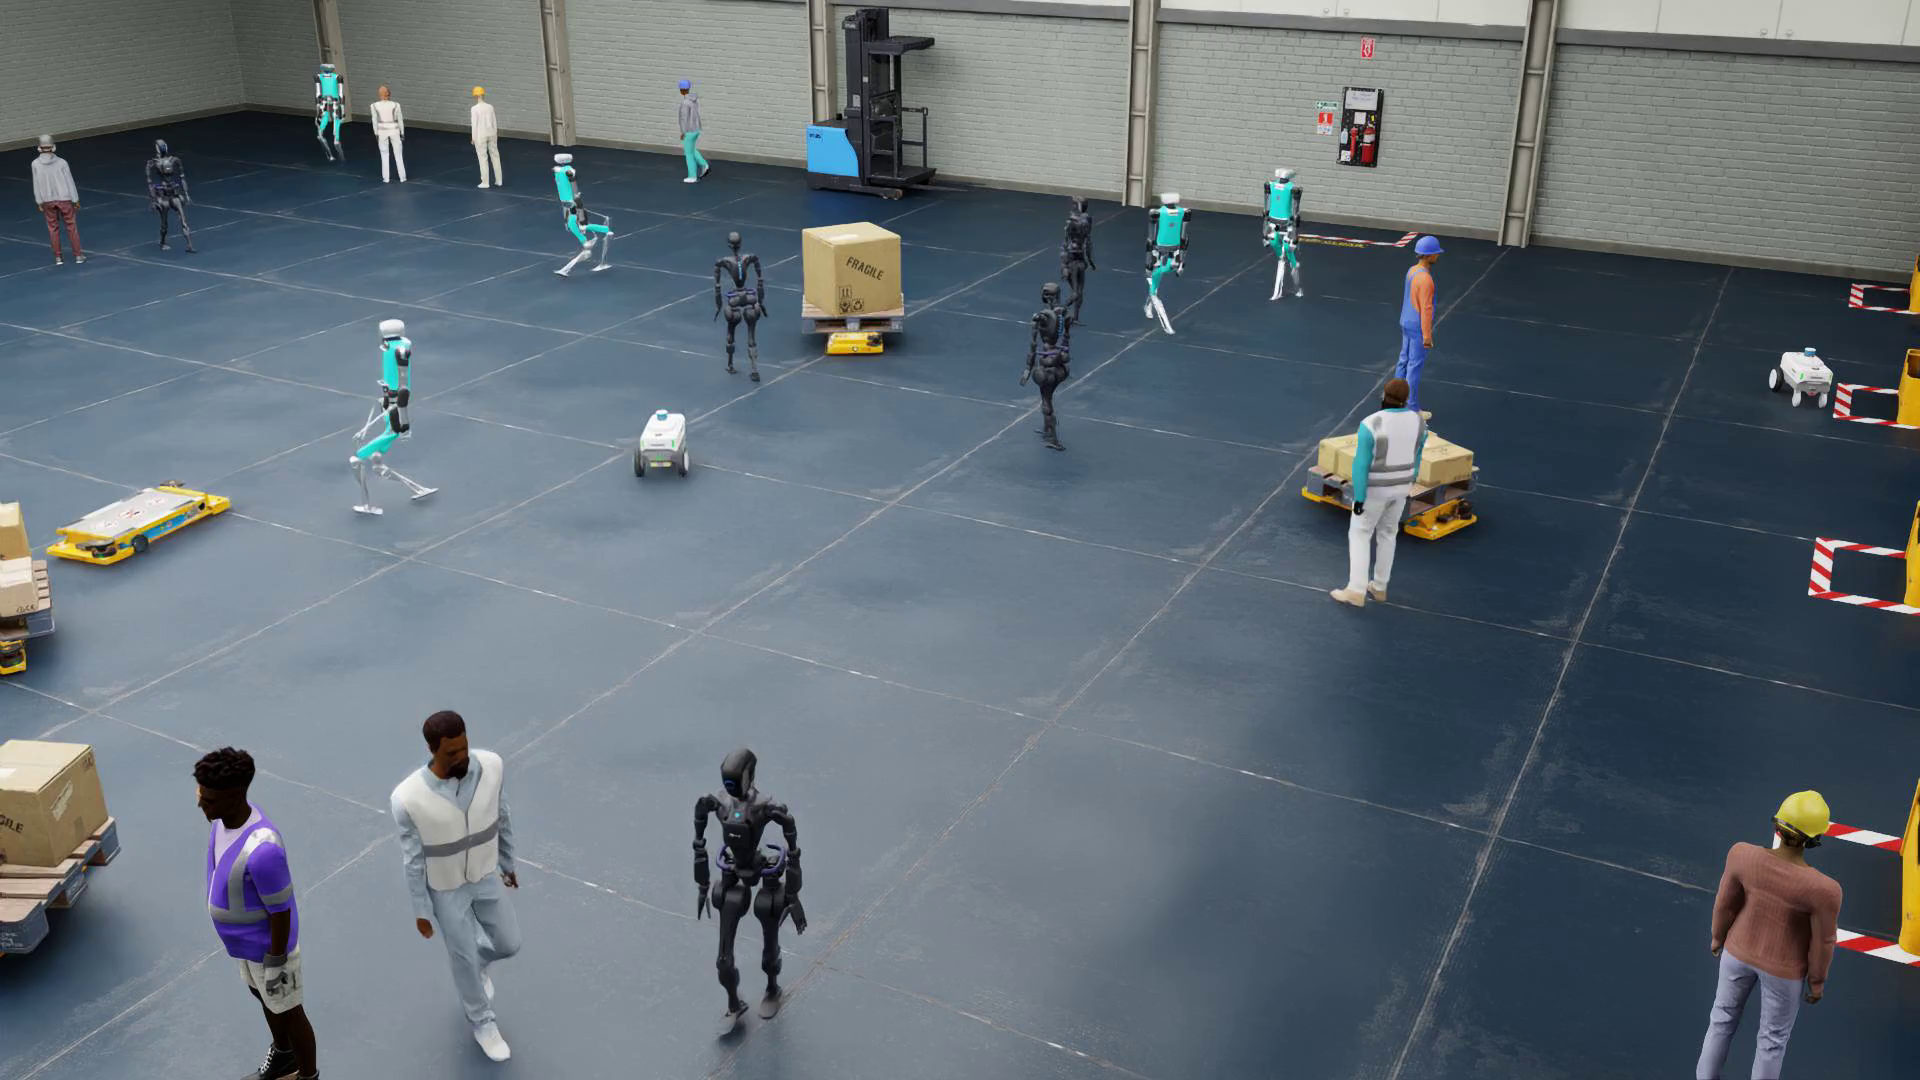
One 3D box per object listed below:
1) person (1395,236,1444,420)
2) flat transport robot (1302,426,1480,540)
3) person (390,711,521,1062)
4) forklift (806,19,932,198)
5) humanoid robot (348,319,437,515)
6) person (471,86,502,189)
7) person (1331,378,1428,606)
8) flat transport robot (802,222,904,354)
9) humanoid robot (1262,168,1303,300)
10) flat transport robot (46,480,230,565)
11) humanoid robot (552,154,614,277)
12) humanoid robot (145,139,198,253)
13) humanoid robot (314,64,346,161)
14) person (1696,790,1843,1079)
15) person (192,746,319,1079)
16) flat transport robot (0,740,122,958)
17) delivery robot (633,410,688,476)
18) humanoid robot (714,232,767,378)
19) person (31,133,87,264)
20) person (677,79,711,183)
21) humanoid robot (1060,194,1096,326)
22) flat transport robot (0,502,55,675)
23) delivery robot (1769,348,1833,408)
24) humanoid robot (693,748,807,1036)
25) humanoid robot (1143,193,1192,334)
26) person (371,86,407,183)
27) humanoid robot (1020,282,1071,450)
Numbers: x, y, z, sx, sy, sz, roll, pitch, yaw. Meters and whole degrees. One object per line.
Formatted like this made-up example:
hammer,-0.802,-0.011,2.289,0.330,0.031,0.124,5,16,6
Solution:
person,4.739,-2.197,17.202,0.363,1.910,0.516,-3,23,-8
flat transport robot,3.862,-0.357,14.993,0.659,0.231,1.431,-19,30,-37
person,-2.459,1.667,8.212,0.597,1.900,0.538,-21,31,-39
forklift,-1.573,-7.292,27.850,1.873,2.768,1.129,12,26,25
humanoid robot,-5.210,-1.056,14.777,0.949,1.749,0.537,-13,27,-28
person,-8.085,-6.847,28.299,0.333,1.689,0.481,21,31,40
person,3.319,-0.383,13.121,0.698,1.803,0.446,-9,25,-20
flat transport robot,-1.288,-2.536,20.067,0.659,0.231,1.431,-1,23,-3
humanoid robot,4.263,-3.905,21.519,0.547,1.877,0.819,19,30,37
flat transport robot,-7.167,-0.161,14.538,0.659,0.231,1.431,8,25,19
humanoid robot,-5.091,-4.375,22.513,1.051,1.732,0.565,-18,29,-36
humanoid robot,-11.429,-4.968,24.009,0.762,1.638,0.604,18,29,35
humanoid robot,-11.509,-7.694,30.319,0.543,1.849,0.777,0,23,0
person,3.761,1.944,7.739,0.326,1.766,0.532,-20,31,-39
person,-3.277,1.833,7.746,0.368,1.966,0.602,-20,30,-38
flat transport robot,-5.511,2.087,9.304,0.659,0.231,1.431,1,23,2
delivery robot,-2.855,-0.939,16.004,0.499,0.608,0.811,0,23,-1
humanoid robot,-2.444,-2.624,18.515,0.599,1.636,0.619,-8,25,-19
person,-12.682,-4.789,23.367,0.552,1.806,0.381,-7,24,-17
person,-4.652,-7.055,28.703,0.423,1.762,0.532,5,24,12
humanoid robot,1.411,-3.418,20.338,0.383,1.649,0.592,19,30,37
flat transport robot,-7.474,0.707,12.516,0.659,0.231,1.431,-12,26,-26
delivery robot,9.112,-1.774,17.954,0.499,0.614,0.791,4,23,8
humanoid robot,-1.045,1.737,8.349,0.589,1.641,0.482,4,24,9
humanoid robot,2.439,-3.441,20.397,0.531,1.761,0.970,-5,24,-12
person,-9.852,-6.998,28.726,0.513,1.631,0.311,-5,24,-12
humanoid robot,0.843,-1.731,16.424,0.600,1.641,0.608,-21,31,-39
